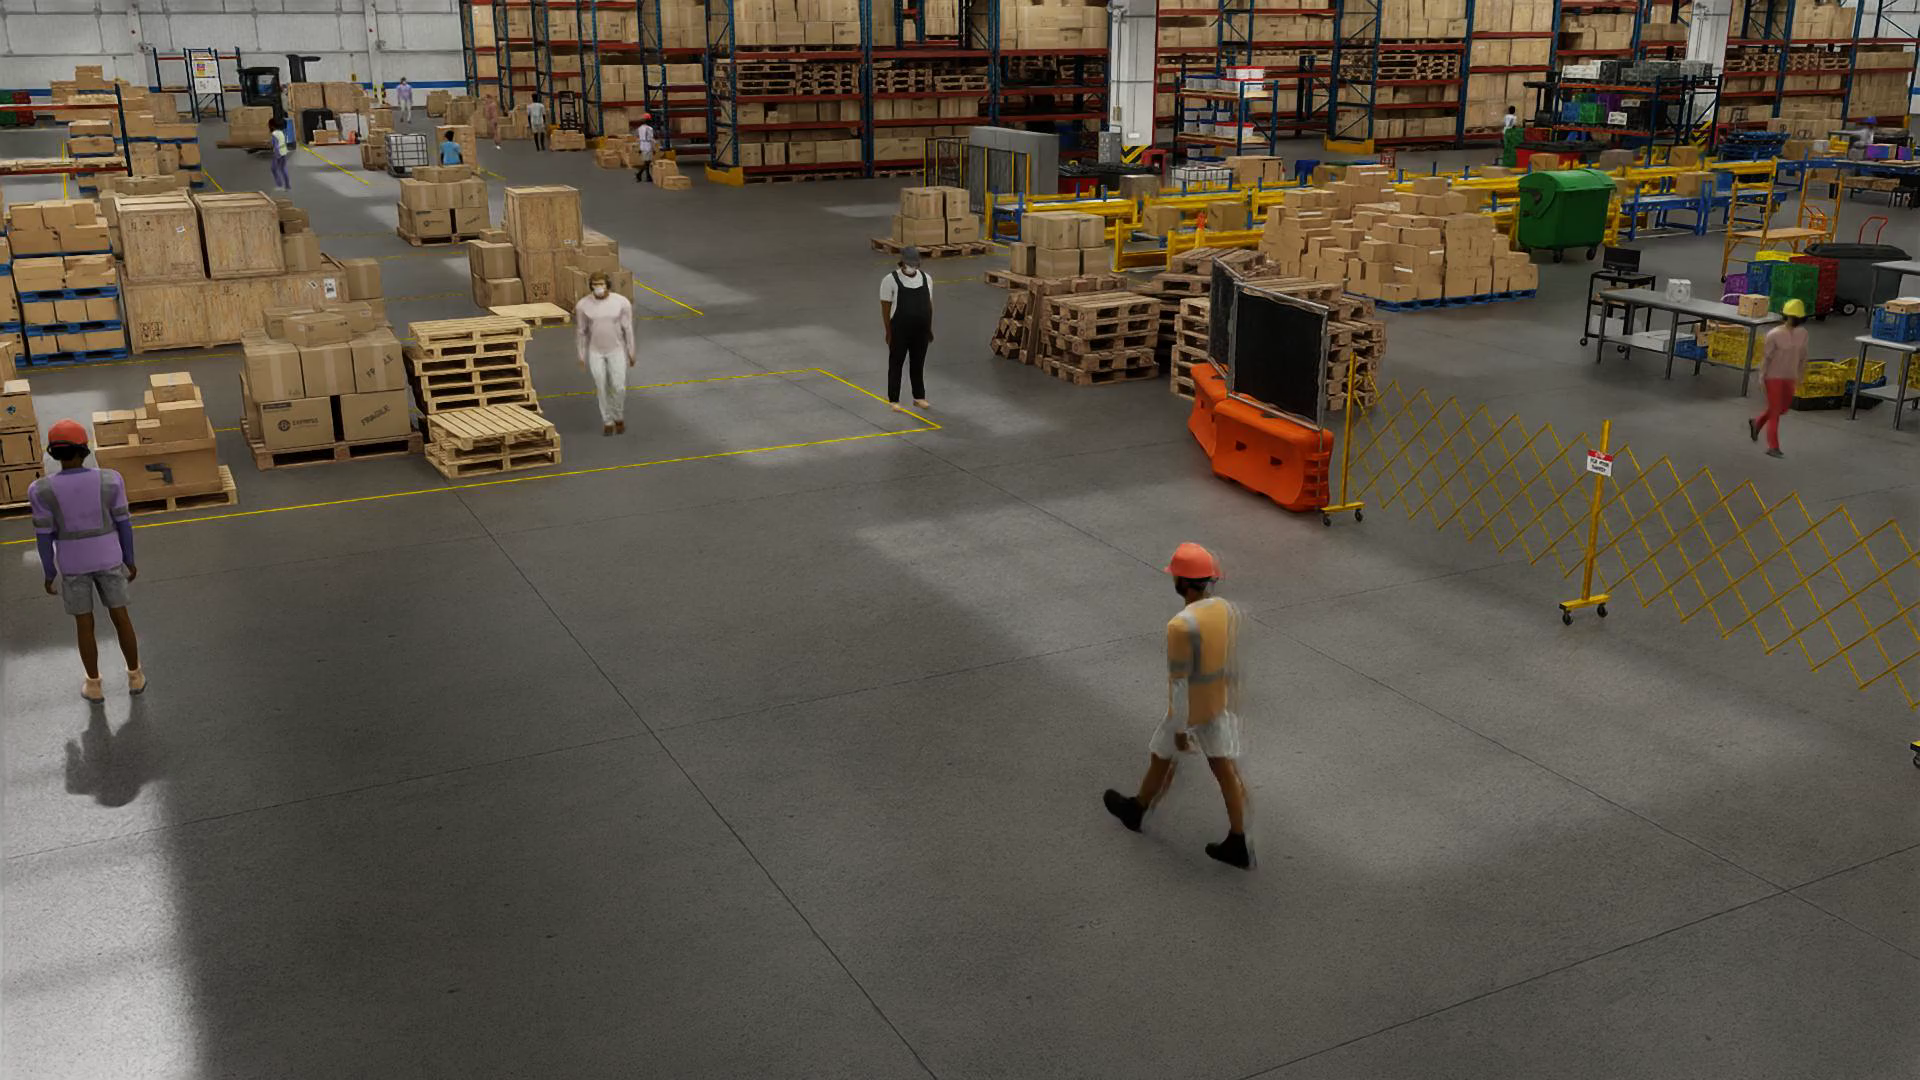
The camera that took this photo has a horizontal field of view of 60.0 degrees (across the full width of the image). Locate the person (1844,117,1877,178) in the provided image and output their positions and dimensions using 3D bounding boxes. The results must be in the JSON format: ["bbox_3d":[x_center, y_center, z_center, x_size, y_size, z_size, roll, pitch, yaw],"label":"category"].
[{"bbox_3d":[24.854,-10.669,45.703,0.614,1.898,1.034,-14,23,-37],"label":"person"}]

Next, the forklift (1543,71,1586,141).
[{"bbox_3d":[18.685,-13.231,52.085,1.873,2.768,1.129,-9,20,-26],"label":"forklift"}]

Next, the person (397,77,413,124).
[{"bbox_3d":[-23.444,-18.579,70.301,0.639,1.926,0.458,-14,22,-37],"label":"person"}]

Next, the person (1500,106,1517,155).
[{"bbox_3d":[17.909,-13.329,54.322,0.512,1.685,0.541,-8,19,-23],"label":"person"}]

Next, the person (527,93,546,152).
[{"bbox_3d":[-14.427,-14.267,56.810,0.619,1.938,0.850,-2,18,-6],"label":"person"}]

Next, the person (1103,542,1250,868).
[{"bbox_3d":[1.308,0.917,9.587,0.553,1.879,1.035,-15,23,-39],"label":"person"}]

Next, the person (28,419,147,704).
[{"bbox_3d":[-6.141,0.151,11.720,0.606,2.039,0.395,-11,21,-30],"label":"person"}]

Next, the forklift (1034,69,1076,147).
[{"bbox_3d":[2.758,-13.889,54.134,1.873,2.768,1.129,-9,20,-26],"label":"forklift"}]

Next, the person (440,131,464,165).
[{"bbox_3d":[-13.291,-9.866,43.569,0.548,1.642,0.884,1,18,2],"label":"person"}]

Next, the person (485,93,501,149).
[{"bbox_3d":[-16.264,-14.578,57.898,0.410,1.892,0.739,-10,20,-29],"label":"person"}]

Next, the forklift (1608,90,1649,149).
[{"bbox_3d":[22.546,-14.582,56.296,1.873,2.768,1.129,-9,20,-26],"label":"forklift"}]

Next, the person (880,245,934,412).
[{"bbox_3d":[-0.599,-2.579,20.229,0.674,2.000,0.537,-9,20,-25],"label":"person"}]

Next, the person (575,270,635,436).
[{"bbox_3d":[-4.051,-2.120,18.985,0.658,1.922,0.448,-1,18,-3],"label":"person"}]

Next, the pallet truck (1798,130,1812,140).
[{"bbox_3d":[25.526,-11.556,49.408,1.630,1.274,0.653,-9,20,-26],"label":"pallet truck"}]

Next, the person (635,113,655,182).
[{"bbox_3d":[-8.870,-11.014,46.734,0.662,1.915,0.554,-17,24,-42],"label":"person"}]

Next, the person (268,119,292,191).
[{"bbox_3d":[-18.284,-10.295,44.519,0.619,1.892,0.583,1,18,4],"label":"person"}]

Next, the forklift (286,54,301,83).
[{"bbox_3d":[-28.179,-19.172,70.605,1.873,2.768,1.129,-9,20,-26],"label":"forklift"}]

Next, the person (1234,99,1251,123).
[{"bbox_3d":[11.188,-17.137,65.865,0.680,1.879,0.485,7,19,20],"label":"person"}]

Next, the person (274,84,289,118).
[{"bbox_3d":[-25.648,-16.222,62.865,0.630,1.973,0.625,3,18,8],"label":"person"}]

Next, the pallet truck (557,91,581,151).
[{"bbox_3d":[-13.495,-14.412,57.188,0.823,1.965,1.885,-3,18,-9],"label":"pallet truck"}]

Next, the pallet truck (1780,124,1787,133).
[{"bbox_3d":[25.206,-12.542,52.601,1.601,1.201,0.680,0,18,-2],"label":"pallet truck"}]

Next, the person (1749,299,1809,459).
[{"bbox_3d":[8.993,-1.813,18.315,0.533,1.751,0.687,-5,18,-14],"label":"person"}]

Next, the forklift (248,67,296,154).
[{"bbox_3d":[-23.317,-14.510,56.071,1.129,2.768,1.873,-2,18,-5],"label":"forklift"}]
